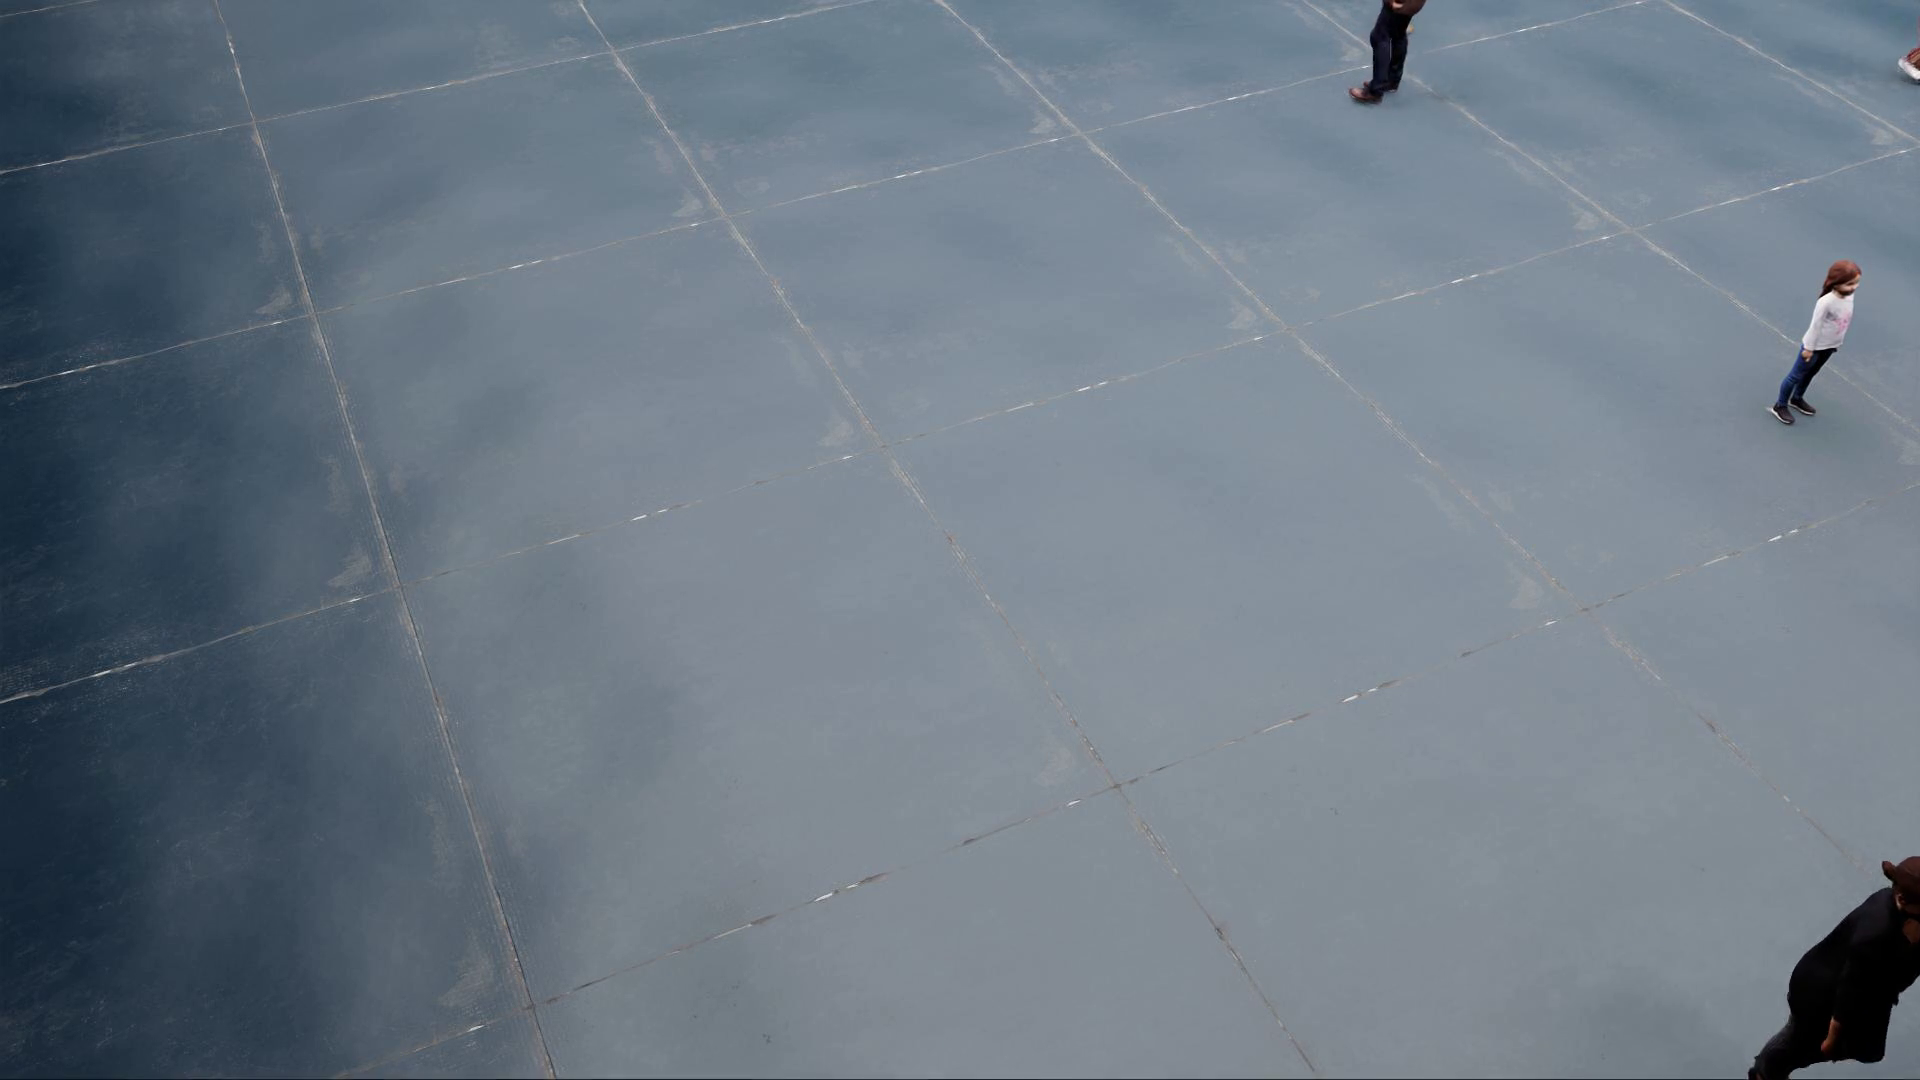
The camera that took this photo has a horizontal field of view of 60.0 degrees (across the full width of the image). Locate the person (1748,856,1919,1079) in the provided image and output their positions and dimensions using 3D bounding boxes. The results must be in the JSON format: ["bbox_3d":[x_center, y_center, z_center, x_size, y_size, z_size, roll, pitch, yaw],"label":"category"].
[{"bbox_3d":[3.419,1.735,6.579,0.692,1.702,0.667,-25,48,-25],"label":"person"}]

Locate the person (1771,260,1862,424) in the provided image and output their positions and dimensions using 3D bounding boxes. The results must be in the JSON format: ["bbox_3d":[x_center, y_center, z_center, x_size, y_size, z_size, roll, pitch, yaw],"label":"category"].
[{"bbox_3d":[5.330,-1.246,10.302,0.453,1.110,0.484,-20,46,-21],"label":"person"}]

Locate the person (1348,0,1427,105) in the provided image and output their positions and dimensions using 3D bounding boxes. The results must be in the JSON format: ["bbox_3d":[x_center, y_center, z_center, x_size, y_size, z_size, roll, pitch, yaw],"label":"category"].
[{"bbox_3d":[3.608,-4.398,13.233,0.976,1.837,0.927,15,44,16],"label":"person"}]
